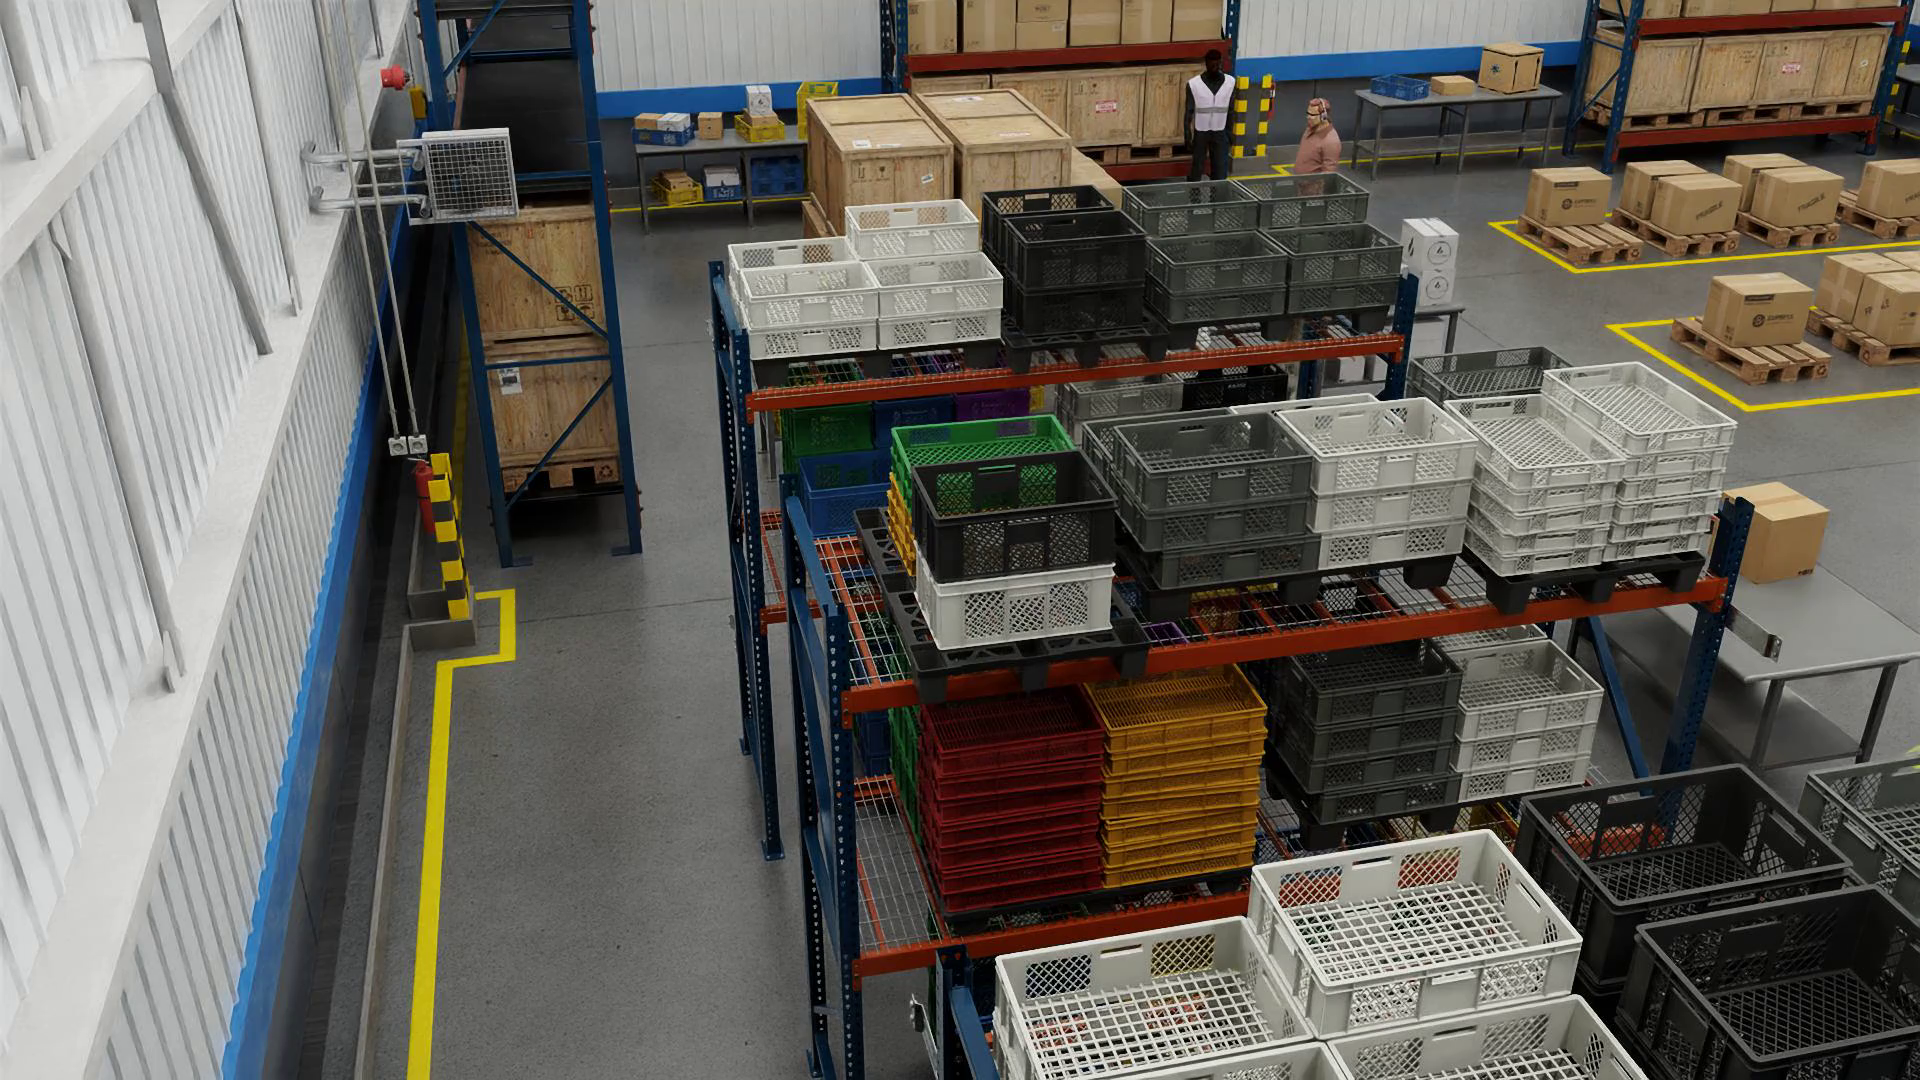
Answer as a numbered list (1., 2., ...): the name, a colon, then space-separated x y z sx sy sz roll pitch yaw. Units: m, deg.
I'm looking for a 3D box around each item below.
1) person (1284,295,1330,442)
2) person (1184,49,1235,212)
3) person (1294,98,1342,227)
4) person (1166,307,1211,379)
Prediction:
1. person: 2.775 -1.576 13.333 0.653 1.846 0.367 -23 35 -36
2. person: 2.867 -4.713 19.223 0.597 1.907 0.407 -6 28 -10
3. person: 3.614 -3.581 17.085 0.401 1.900 0.648 -5 28 -9
4. person: 1.771 -1.413 12.980 0.359 1.884 0.573 -8 29 -16
